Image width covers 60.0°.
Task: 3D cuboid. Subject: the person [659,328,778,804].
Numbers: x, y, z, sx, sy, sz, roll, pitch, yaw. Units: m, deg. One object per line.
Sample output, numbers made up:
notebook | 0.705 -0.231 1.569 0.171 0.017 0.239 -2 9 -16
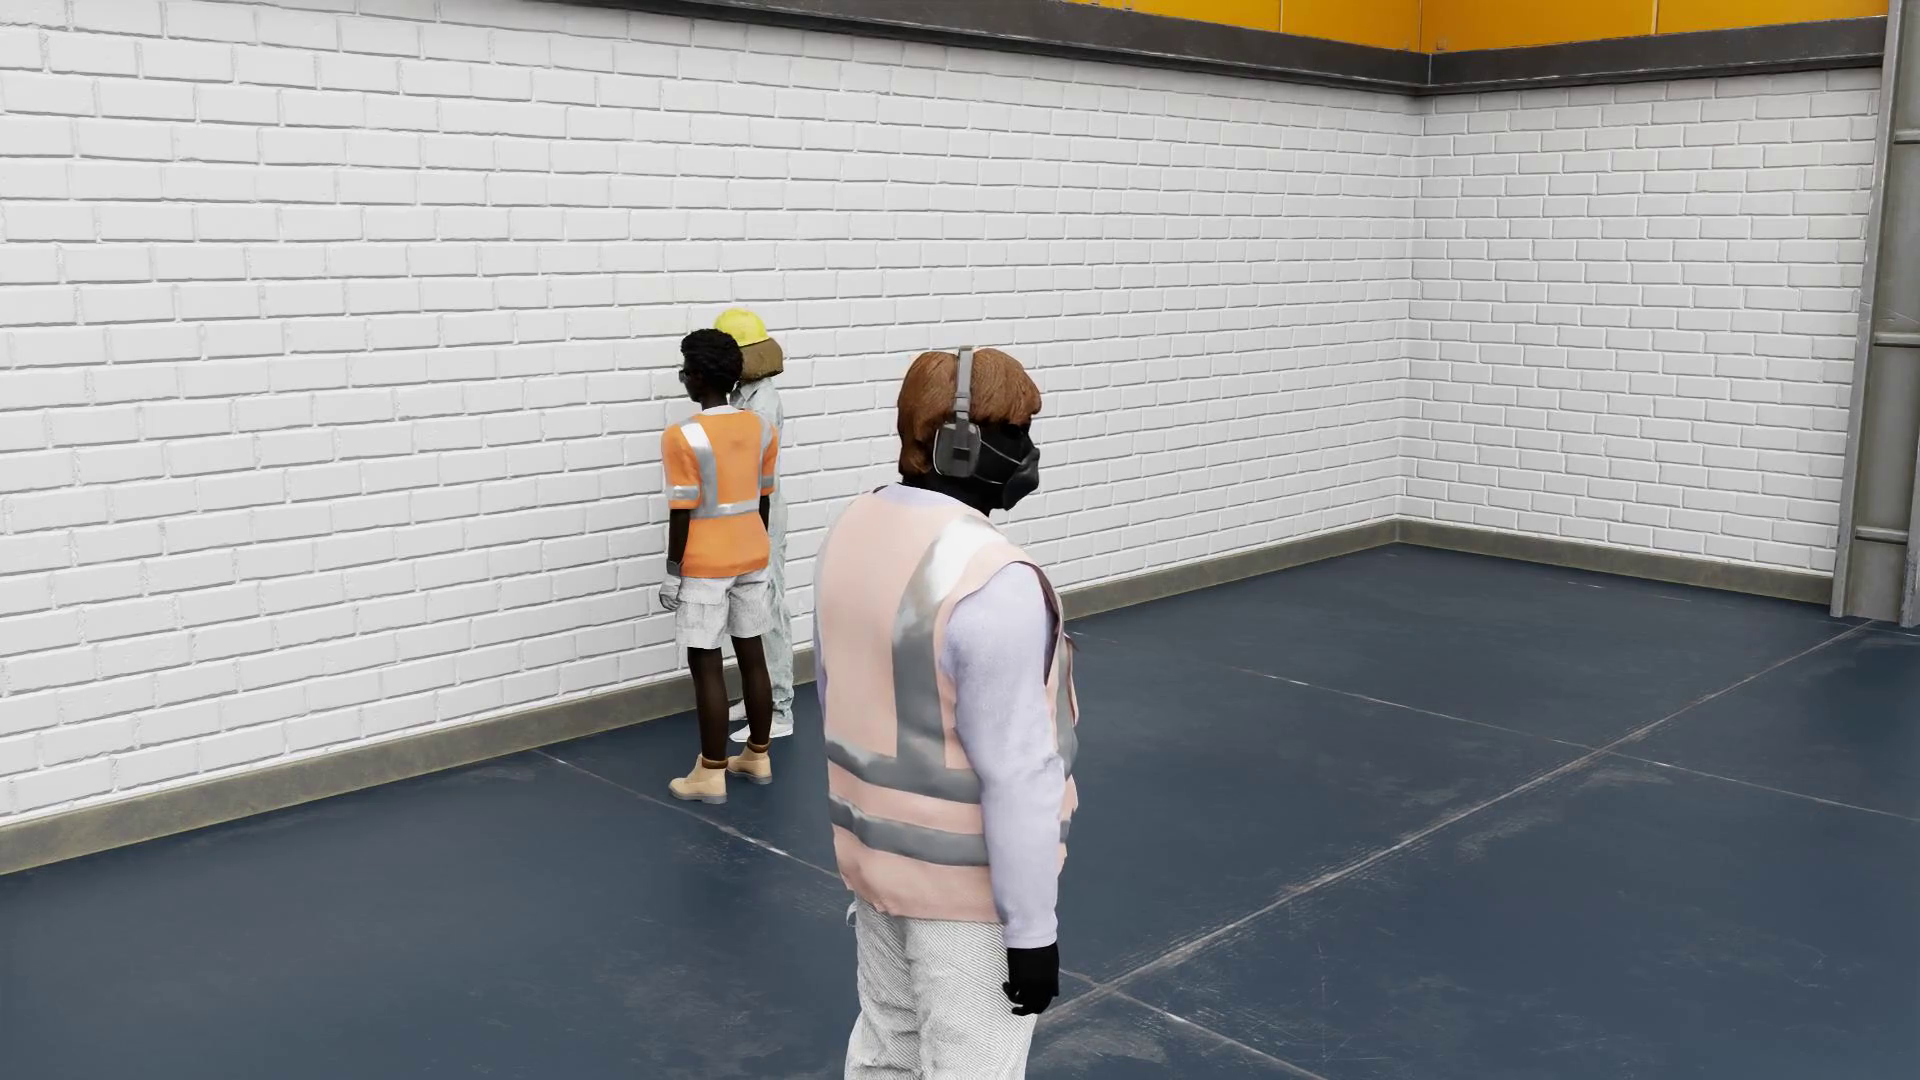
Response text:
person | -0.869 0.092 5.978 0.315 1.697 0.541 7 13 35

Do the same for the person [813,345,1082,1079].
person | -0.007 0.583 2.915 0.429 1.839 0.634 -6 12 -30

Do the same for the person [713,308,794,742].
person | -0.852 -0.059 6.700 0.306 1.736 0.484 -3 11 -17
